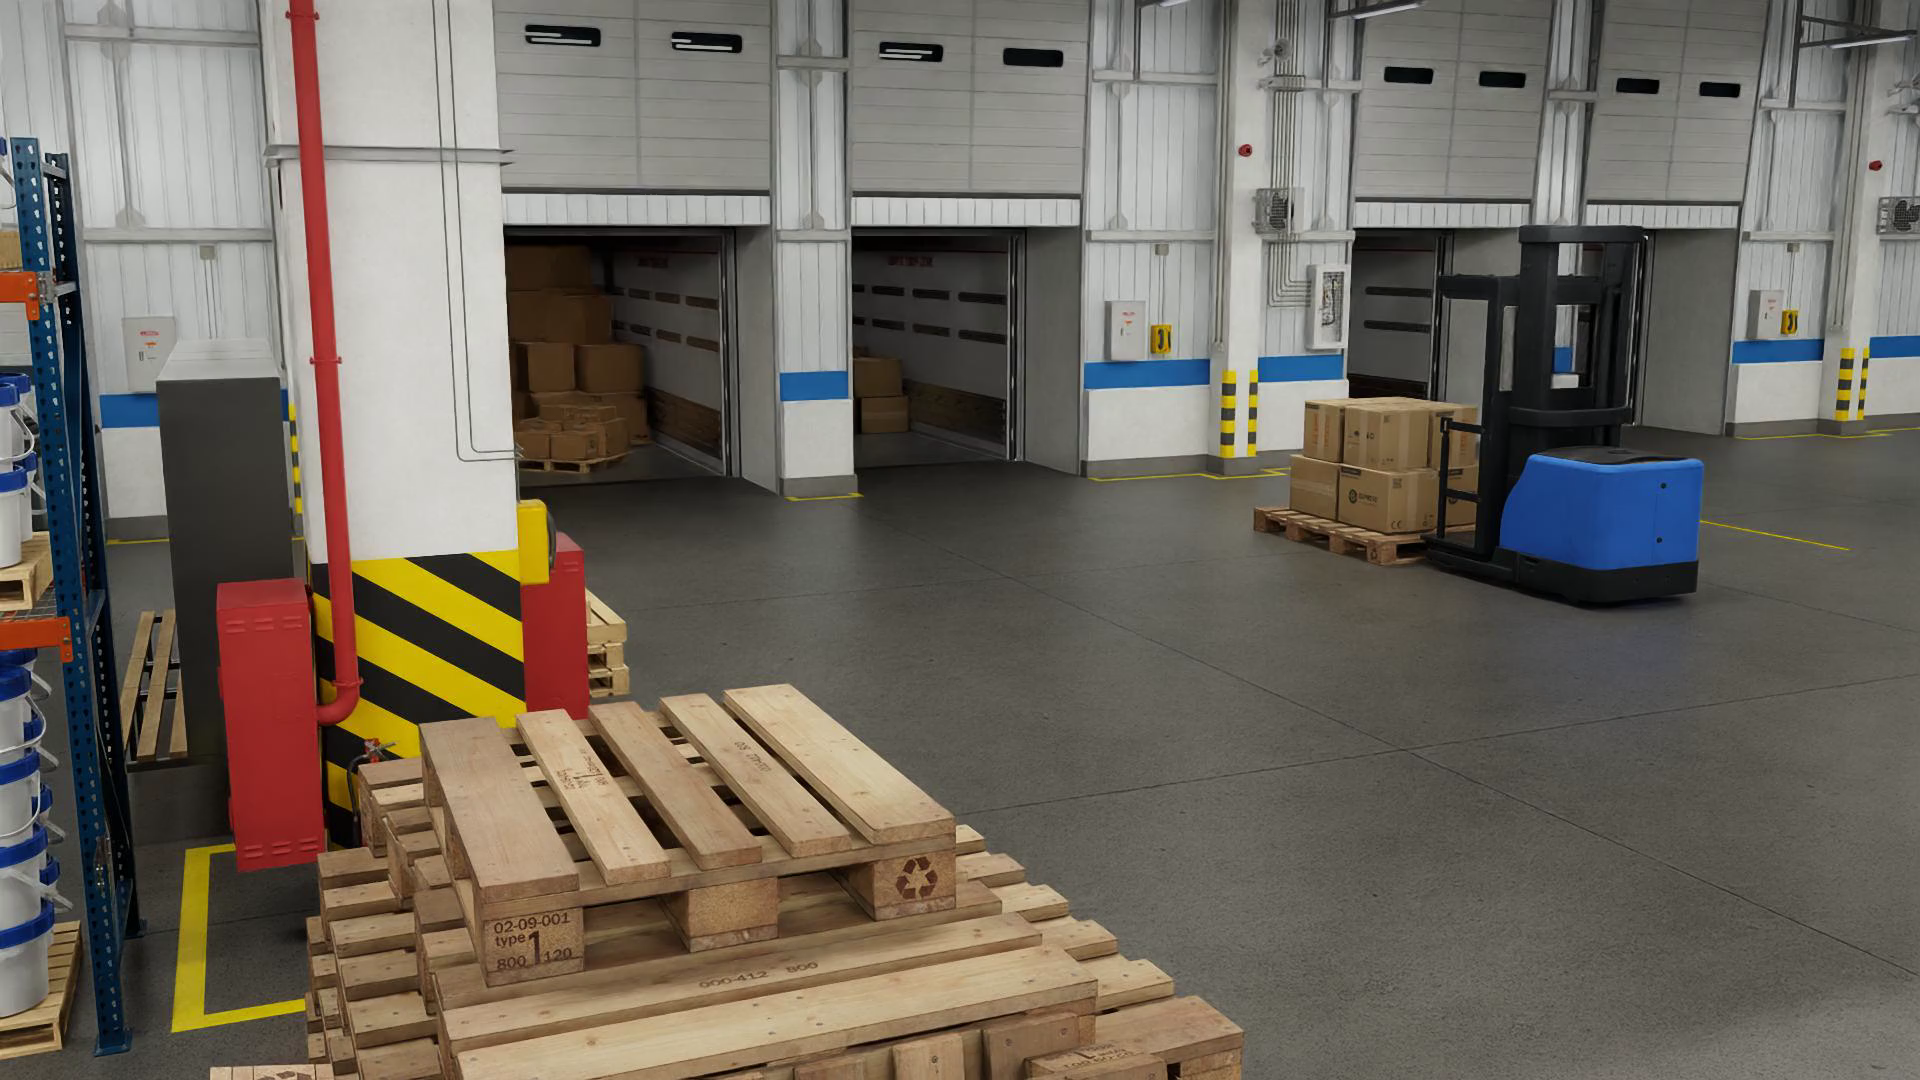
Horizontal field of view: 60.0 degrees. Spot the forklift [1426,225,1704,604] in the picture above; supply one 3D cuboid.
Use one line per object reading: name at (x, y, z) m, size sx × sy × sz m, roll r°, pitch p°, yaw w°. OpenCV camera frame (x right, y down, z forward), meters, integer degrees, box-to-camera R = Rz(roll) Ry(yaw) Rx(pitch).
forklift at (4.755, -1.046, 12.953) m, size 1.129 × 2.768 × 1.873 m, roll -4°, pitch 11°, yaw -23°
